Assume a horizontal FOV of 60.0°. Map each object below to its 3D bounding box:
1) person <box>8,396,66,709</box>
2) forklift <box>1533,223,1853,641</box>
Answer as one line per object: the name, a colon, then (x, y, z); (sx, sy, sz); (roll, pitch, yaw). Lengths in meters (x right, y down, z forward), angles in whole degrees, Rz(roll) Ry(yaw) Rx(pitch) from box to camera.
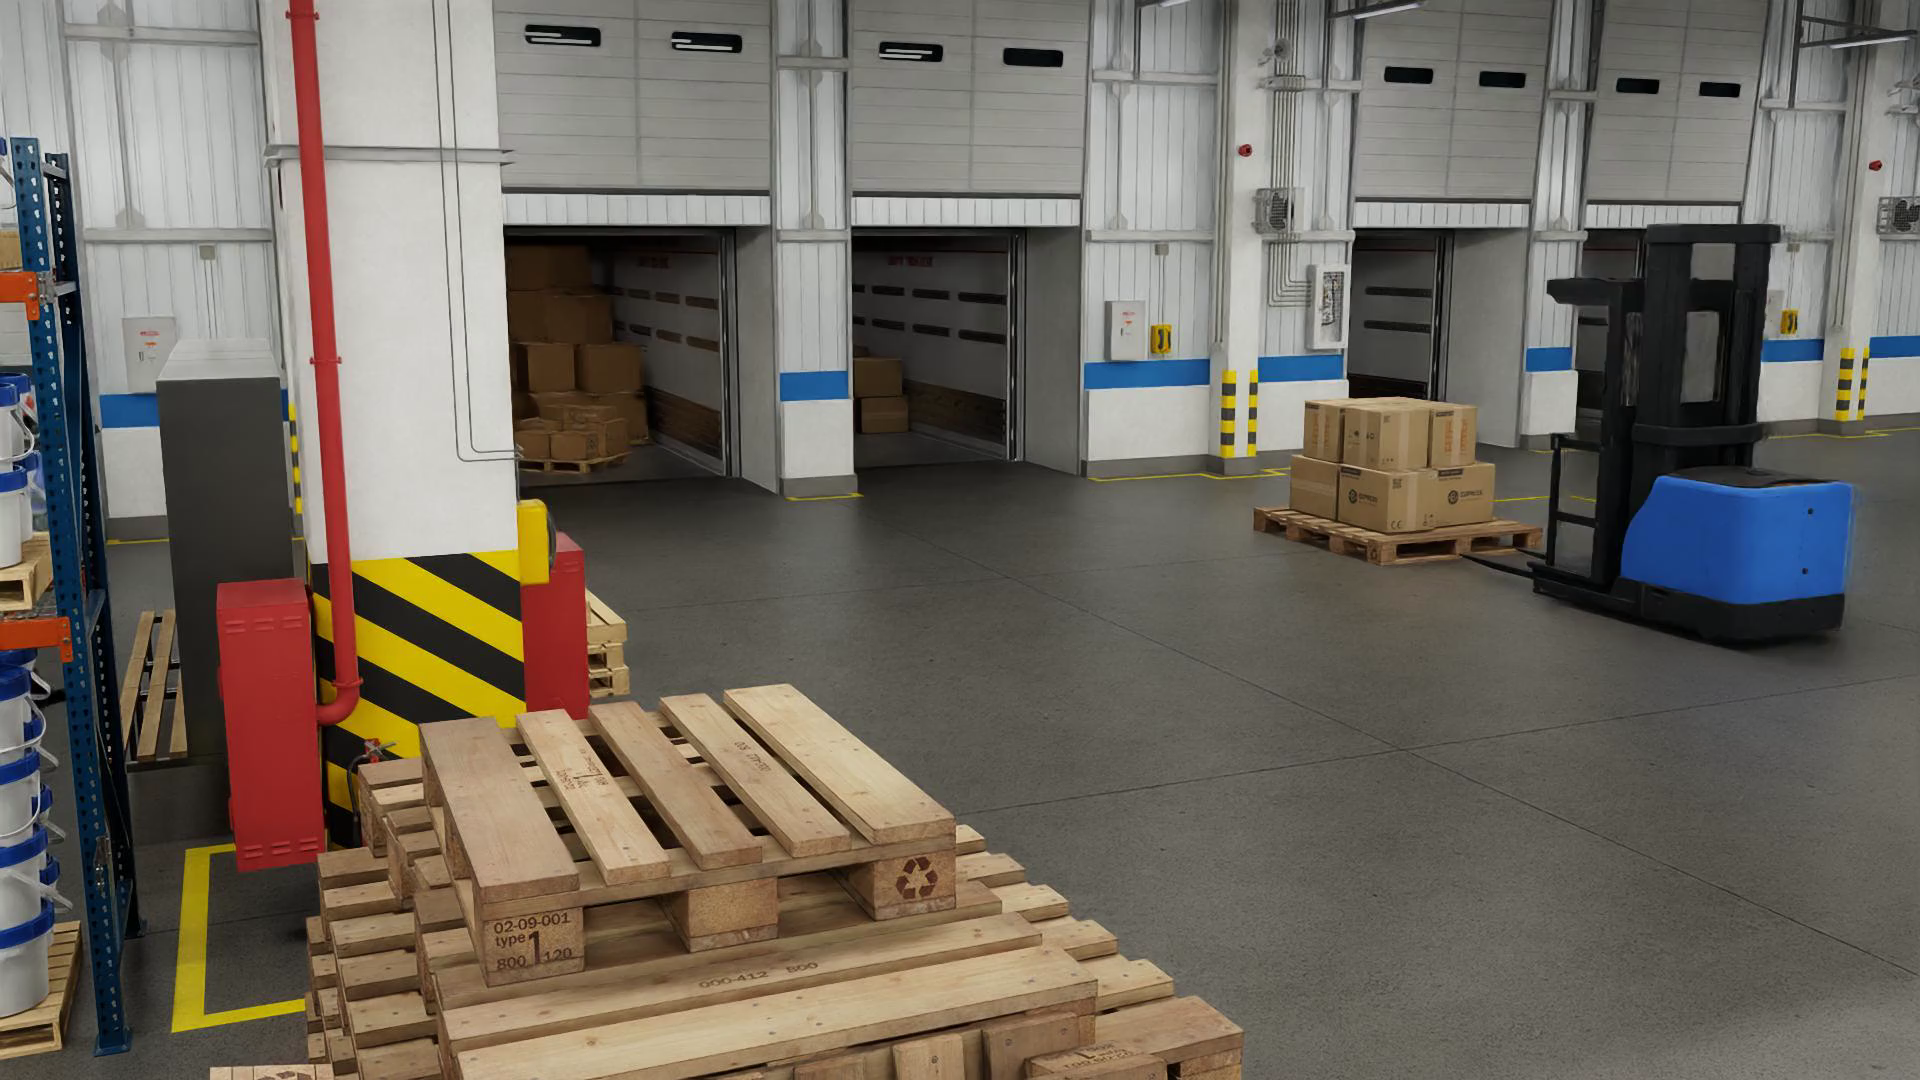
person: (-5.415, 0.106, 9.357); (0.565, 1.894, 0.832); (2, 11, 12)
forklift: (5.253, -0.840, 11.814); (1.129, 2.768, 1.873); (-4, 11, -23)
